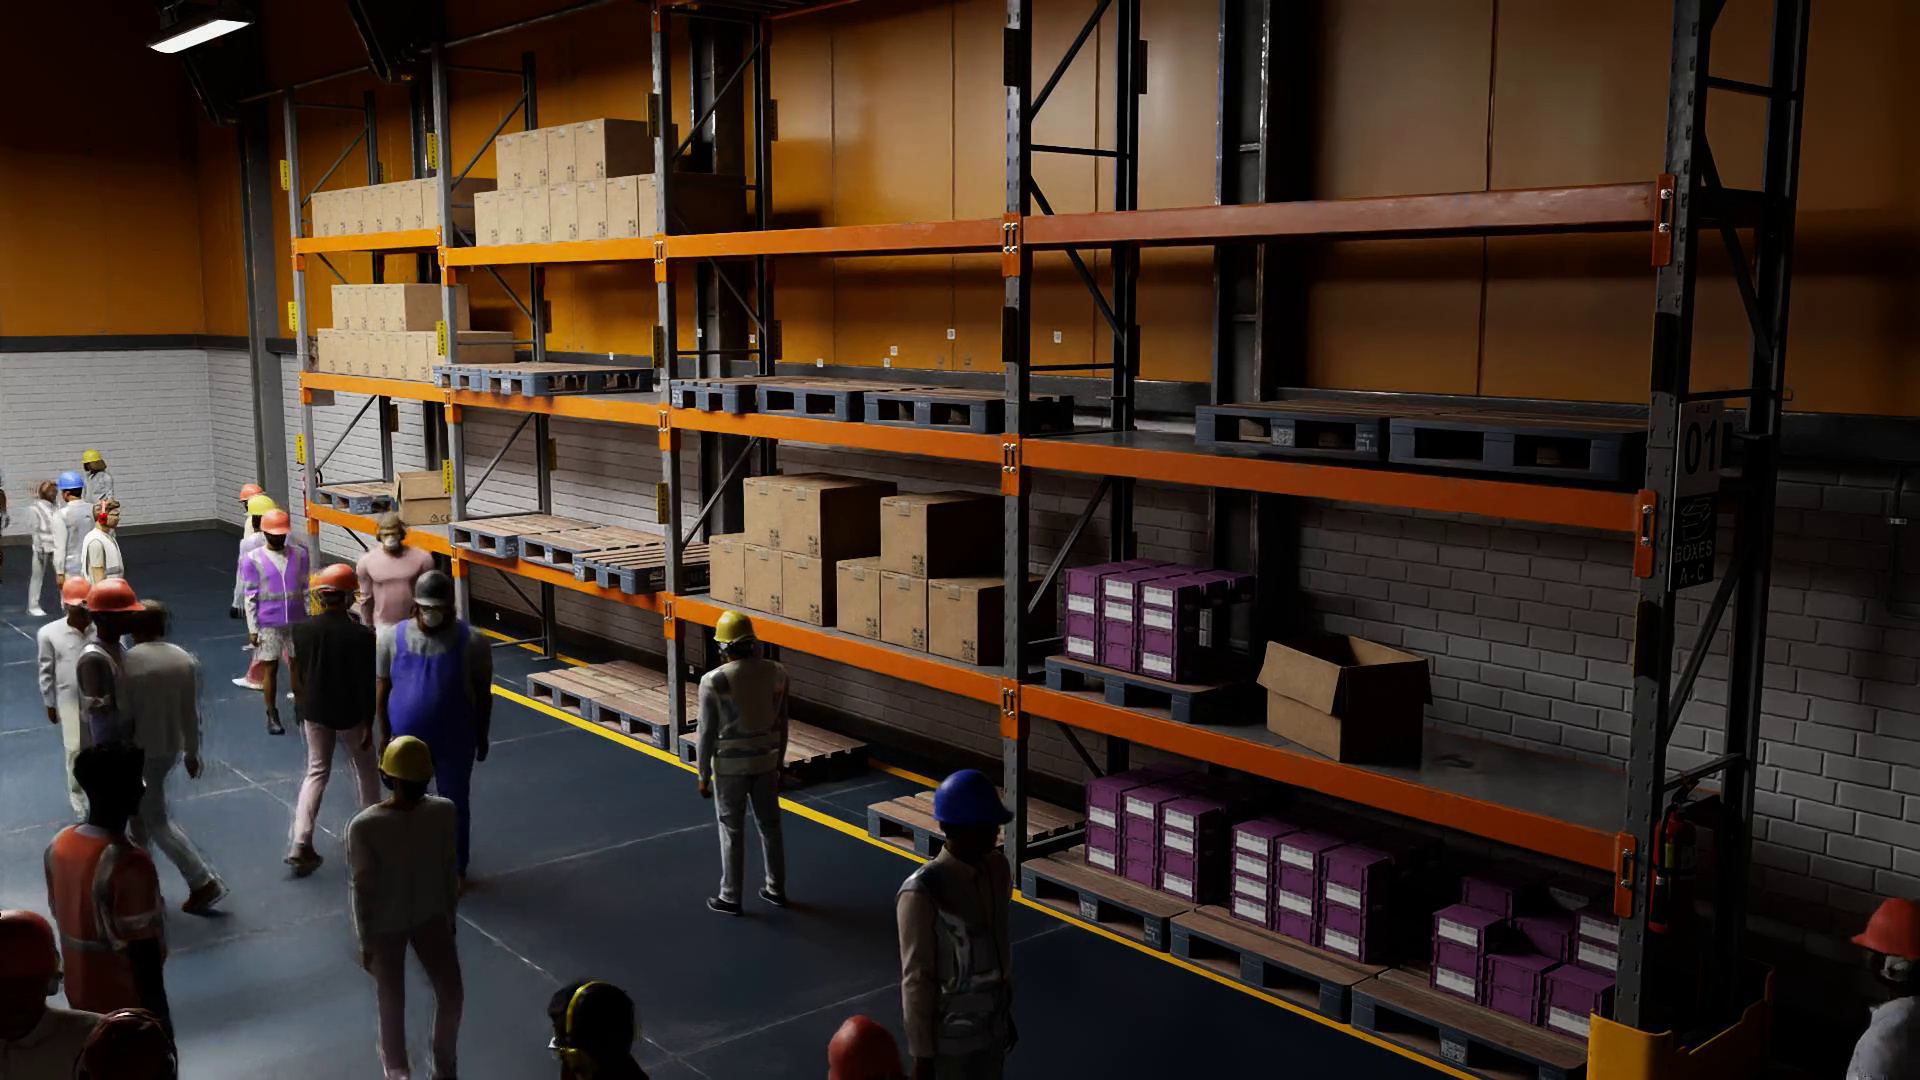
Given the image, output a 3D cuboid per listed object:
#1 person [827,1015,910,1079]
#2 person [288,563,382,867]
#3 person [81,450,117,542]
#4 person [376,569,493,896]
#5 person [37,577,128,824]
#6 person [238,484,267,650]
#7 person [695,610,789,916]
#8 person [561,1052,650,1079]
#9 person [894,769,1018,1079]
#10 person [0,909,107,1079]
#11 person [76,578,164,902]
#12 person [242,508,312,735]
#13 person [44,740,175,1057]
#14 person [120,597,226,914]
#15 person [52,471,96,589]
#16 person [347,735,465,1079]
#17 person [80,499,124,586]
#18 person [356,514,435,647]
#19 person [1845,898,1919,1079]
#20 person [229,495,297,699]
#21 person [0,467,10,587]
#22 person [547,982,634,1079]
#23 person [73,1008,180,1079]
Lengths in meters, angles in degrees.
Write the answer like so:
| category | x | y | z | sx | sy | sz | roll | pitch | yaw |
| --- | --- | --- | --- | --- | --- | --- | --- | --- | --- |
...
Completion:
| category | x | y | z | sx | sy | sz | roll | pitch | yaw |
| --- | --- | --- | --- | --- | --- | --- | --- | --- | --- |
| person | -0.208 | 2.148 | 4.554 | 0.580 | 1.716 | 0.804 | -1 | 8 | -10 |
| person | -4.079 | 1.127 | 10.840 | 0.608 | 1.957 | 0.968 | 1 | 8 | 8 |
| person | -11.187 | -0.311 | 21.583 | 0.489 | 1.731 | 0.325 | 3 | 9 | 21 |
| person | -3.250 | 1.157 | 10.306 | 0.697 | 2.000 | 0.636 | -1 | 8 | -6 |
| person | -6.102 | 1.120 | 11.656 | 0.577 | 1.724 | 0.740 | -5 | 10 | -33 |
| person | -7.371 | 0.277 | 17.469 | 0.354 | 1.737 | 0.577 | 0 | 8 | -2 |
| person | -1.307 | 1.324 | 9.942 | 0.610 | 1.821 | 0.413 | -6 | 10 | -34 |
| person | -0.968 | 2.175 | 4.678 | 0.278 | 1.627 | 0.505 | -2 | 8 | -12 |
| person | 0.009 | 1.798 | 6.164 | 0.389 | 1.947 | 0.615 | 6 | 10 | 35 |
| person | -2.623 | 1.992 | 4.710 | 0.619 | 1.986 | 0.410 | -3 | 9 | -22 |
| person | -4.949 | 1.232 | 9.787 | 0.388 | 2.040 | 0.619 | -2 | 8 | -15 |
| person | -5.723 | 0.681 | 14.025 | 0.550 | 1.925 | 0.393 | -7 | 11 | -42 |
| person | -3.292 | 1.741 | 6.507 | 0.608 | 1.963 | 0.364 | 5 | 10 | 30 |
| person | -4.828 | 1.285 | 9.946 | 0.969 | 1.894 | 0.638 | 2 | 8 | 14 |
| person | -8.884 | 0.273 | 16.799 | 0.410 | 1.939 | 0.606 | 3 | 9 | 20 |
| person | -2.438 | 1.725 | 7.397 | 0.530 | 1.748 | 0.534 | -7 | 11 | -39 |
| person | -7.871 | 0.542 | 15.295 | 0.394 | 1.836 | 0.561 | -3 | 9 | -18 |
| person | -4.702 | 0.701 | 13.934 | 0.638 | 1.903 | 0.936 | -3 | 9 | -21 |
| person | 3.058 | 2.016 | 5.374 | 0.567 | 1.737 | 0.459 | -6 | 10 | -36 |
| person | -6.355 | 0.523 | 15.319 | 1.025 | 1.880 | 0.590 | 3 | 9 | 20 |
| person | -12.482 | -0.358 | 21.204 | 0.687 | 1.945 | 0.565 | 2 | 8 | 12 |
| person | -0.891 | 2.086 | 4.495 | 0.751 | 1.857 | 0.380 | -5 | 10 | -31 |
| person | -2.083 | 2.114 | 4.240 | 0.579 | 1.878 | 0.340 | -4 | 9 | -23 |
